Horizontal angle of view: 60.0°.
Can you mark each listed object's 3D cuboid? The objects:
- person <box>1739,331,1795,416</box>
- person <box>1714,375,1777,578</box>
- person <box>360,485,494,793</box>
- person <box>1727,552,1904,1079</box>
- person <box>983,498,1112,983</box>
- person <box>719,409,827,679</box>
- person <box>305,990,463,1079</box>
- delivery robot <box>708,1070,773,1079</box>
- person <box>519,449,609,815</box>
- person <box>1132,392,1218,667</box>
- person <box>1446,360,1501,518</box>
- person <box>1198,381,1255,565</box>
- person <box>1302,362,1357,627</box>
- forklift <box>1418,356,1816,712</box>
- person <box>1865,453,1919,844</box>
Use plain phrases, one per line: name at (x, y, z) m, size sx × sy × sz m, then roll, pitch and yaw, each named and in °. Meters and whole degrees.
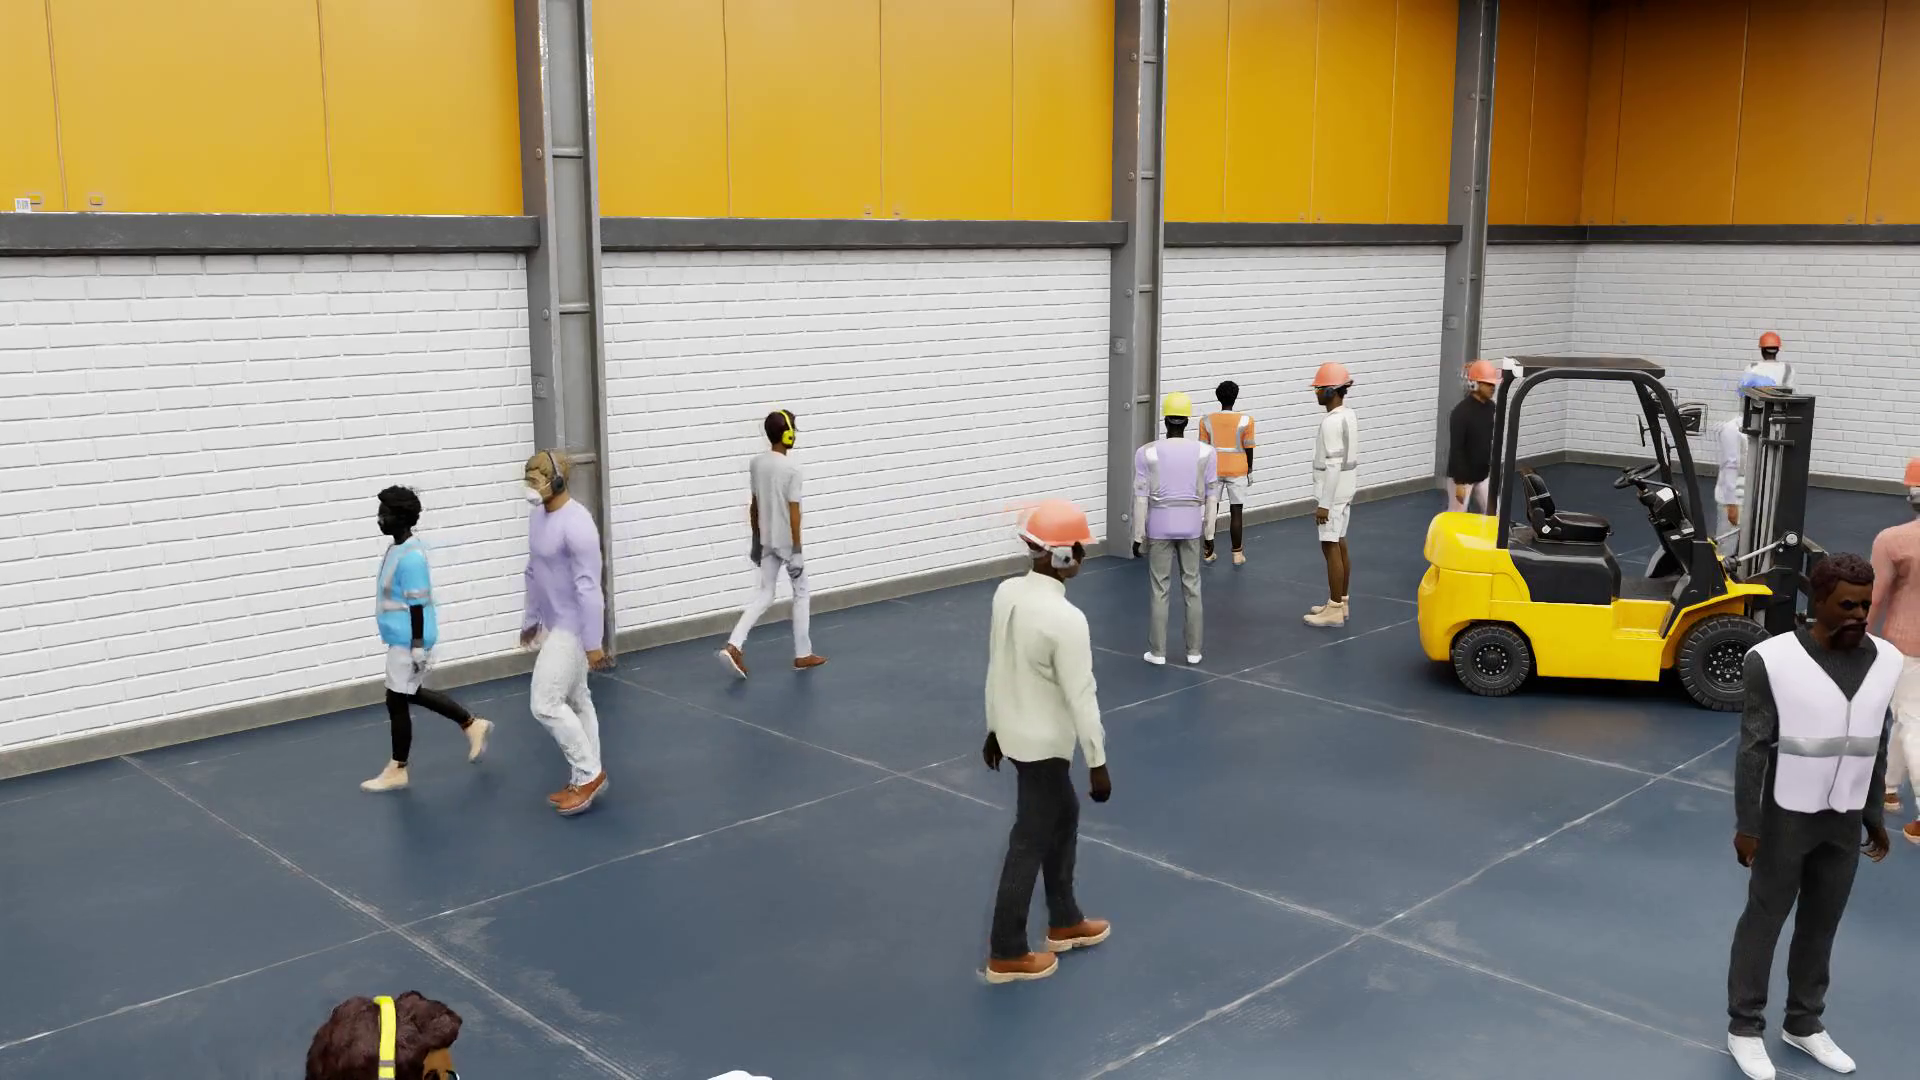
person at (9.107, -1.391, 18.821) m, size 0.561 × 1.935 × 0.391 m, roll 3°, pitch 11°, yaw 15°
person at (6.162, -0.315, 12.966) m, size 0.607 × 1.927 × 0.587 m, roll -4°, pitch 11°, yaw -22°
person at (-2.942, 0.521, 9.098) m, size 0.694 × 1.677 × 0.539 m, roll -5°, pitch 12°, yaw -26°
person at (3.043, 0.975, 5.968) m, size 0.597 × 1.914 × 0.372 m, roll -2°, pitch 11°, yaw -10°
person at (0.436, 0.806, 6.717) m, size 0.795 × 1.966 × 0.649 m, roll -5°, pitch 11°, yaw -23°
person at (-1.280, 0.029, 11.338) m, size 0.521 × 1.847 × 0.841 m, roll 9°, pitch 13°, yaw 39°
person at (-1.010, 1.624, 2.709) m, size 0.977 × 1.816 × 0.552 m, roll -1°, pitch 10°, yaw -6°
delivery robot at (-0.583, 1.813, 4.858) m, size 0.477 × 0.478 × 0.707 m, roll -8°, pitch 13°, yaw -37°
person at (-2.076, 0.480, 8.665) m, size 0.473 × 1.923 × 0.646 m, roll -6°, pitch 12°, yaw -29°
person at (1.495, -0.072, 11.646) m, size 0.593 × 1.924 × 0.384 m, roll -1°, pitch 10°, yaw -5°
person at (4.334, -0.535, 14.032) m, size 0.669 × 1.967 × 0.669 m, roll -8°, pitch 13°, yaw -37°
person at (2.435, -0.612, 15.241) m, size 0.531 × 1.694 × 0.320 m, roll 4°, pitch 11°, yaw 21°
person at (2.849, -0.350, 12.847) m, size 0.391 × 2.040 × 0.615 m, roll 5°, pitch 11°, yaw 24°
forklift at (4.276, -0.101, 11.076) m, size 2.313 × 2.155 × 1.214 m, roll 2°, pitch 11°, yaw 13°
person at (4.833, 0.530, 8.376) m, size 0.630 × 1.964 × 0.961 m, roll -1°, pitch 10°, yaw -5°
